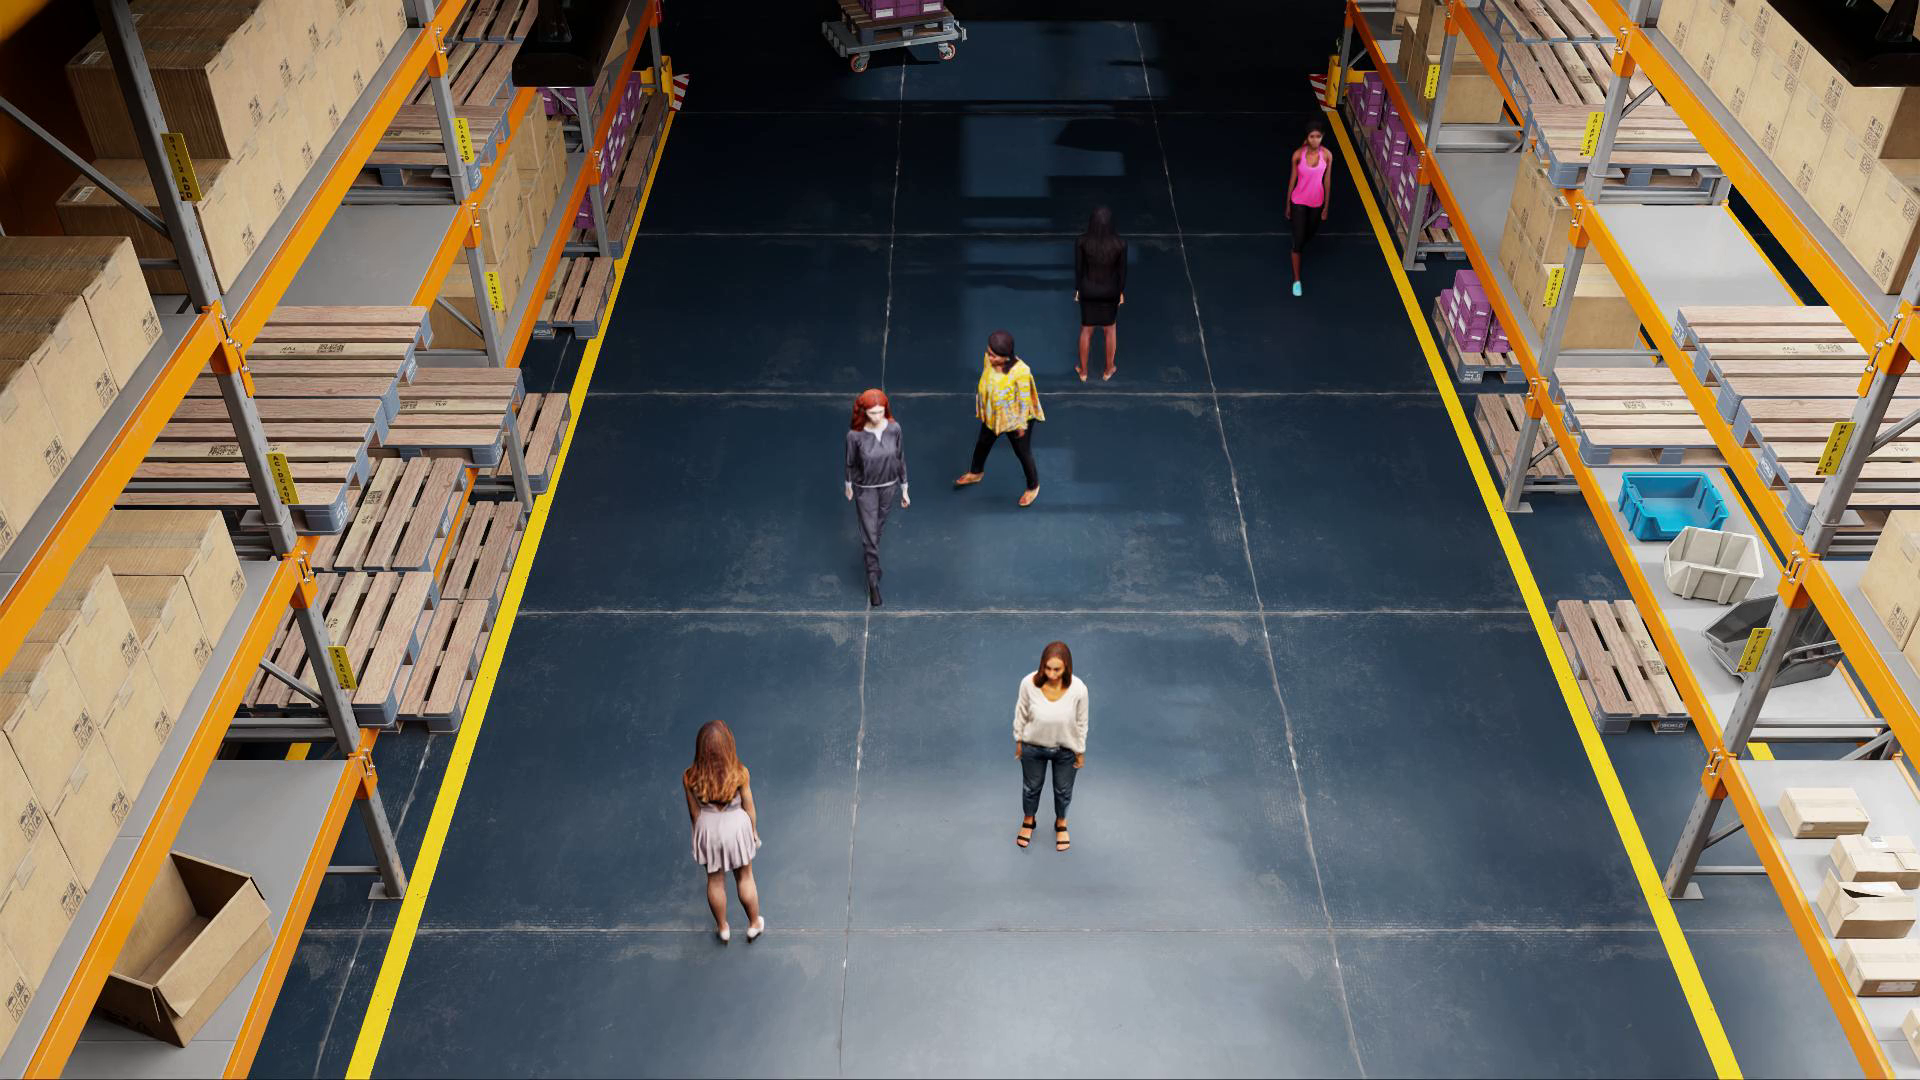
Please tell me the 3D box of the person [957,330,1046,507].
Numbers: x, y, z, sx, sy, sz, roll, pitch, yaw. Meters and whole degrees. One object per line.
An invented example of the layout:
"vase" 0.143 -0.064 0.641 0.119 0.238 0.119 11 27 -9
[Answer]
"person" 0.372 -0.991 13.296 0.972 1.623 1.029 31 48 33

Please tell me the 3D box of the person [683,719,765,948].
"person" -1.382 1.741 9.759 0.563 1.768 0.576 -2 39 -3

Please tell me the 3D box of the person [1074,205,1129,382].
"person" 1.232 -2.185 14.713 0.619 1.721 0.516 2 39 2

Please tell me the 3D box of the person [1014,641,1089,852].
"person" 0.569 1.275 10.410 0.648 1.683 0.588 6 39 7

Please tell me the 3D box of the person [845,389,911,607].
"person" -0.660 -0.435 12.490 0.760 1.760 0.906 -15 41 -18

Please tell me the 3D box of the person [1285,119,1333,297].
"person" 3.358 -3.280 16.105 0.581 1.695 1.076 2 39 2
